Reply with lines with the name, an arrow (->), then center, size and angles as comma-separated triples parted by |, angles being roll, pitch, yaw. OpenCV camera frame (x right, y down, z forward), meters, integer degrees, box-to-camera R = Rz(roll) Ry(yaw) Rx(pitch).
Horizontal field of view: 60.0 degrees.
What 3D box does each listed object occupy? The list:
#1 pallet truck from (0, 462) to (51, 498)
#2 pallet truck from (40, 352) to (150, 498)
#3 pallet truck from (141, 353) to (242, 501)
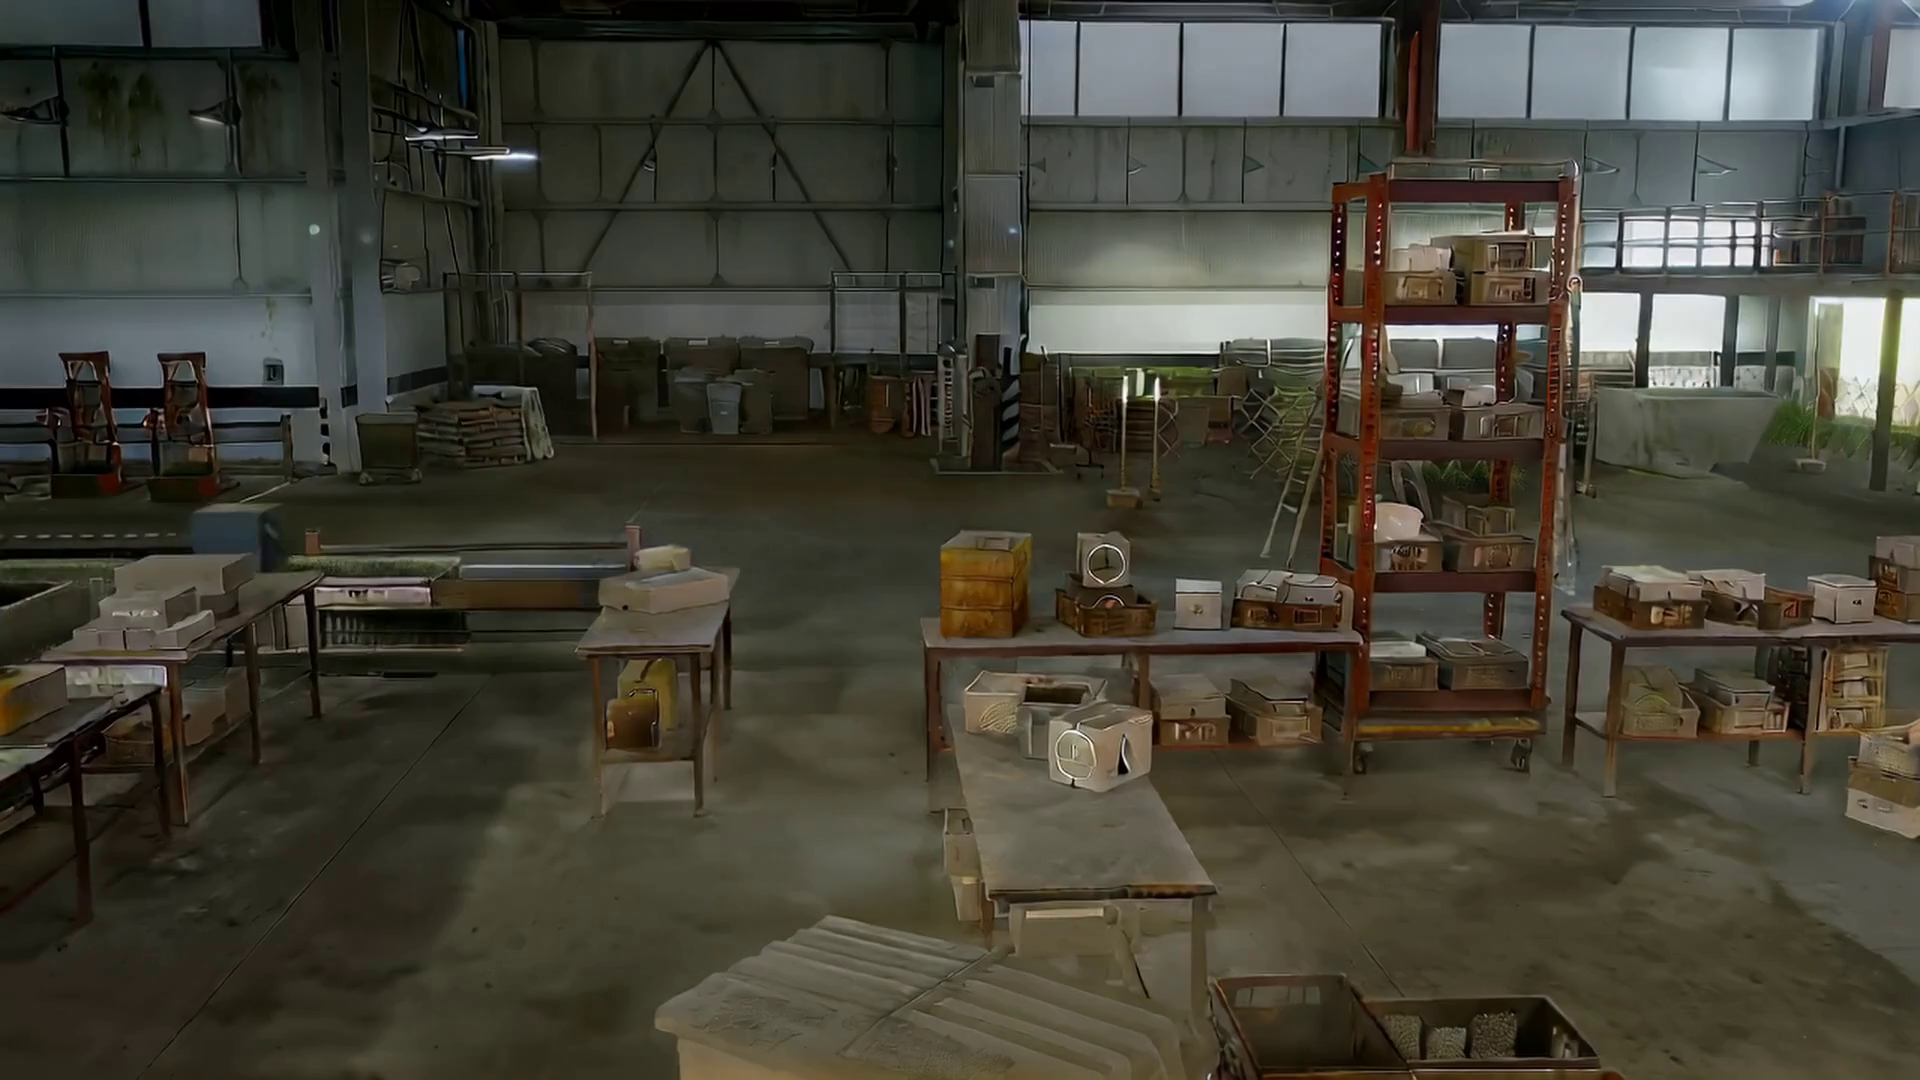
pallet truck -> -13.193, -1.293, 23.148 | 0.653, 1.274, 1.630 | -1, 9, -4
pallet truck -> -11.907, -1.642, 23.165 | 0.823, 1.965, 1.885 | 0, 9, 0
pallet truck -> -10.520, -1.604, 22.925 | 0.823, 1.965, 1.885 | -1, 9, -6
